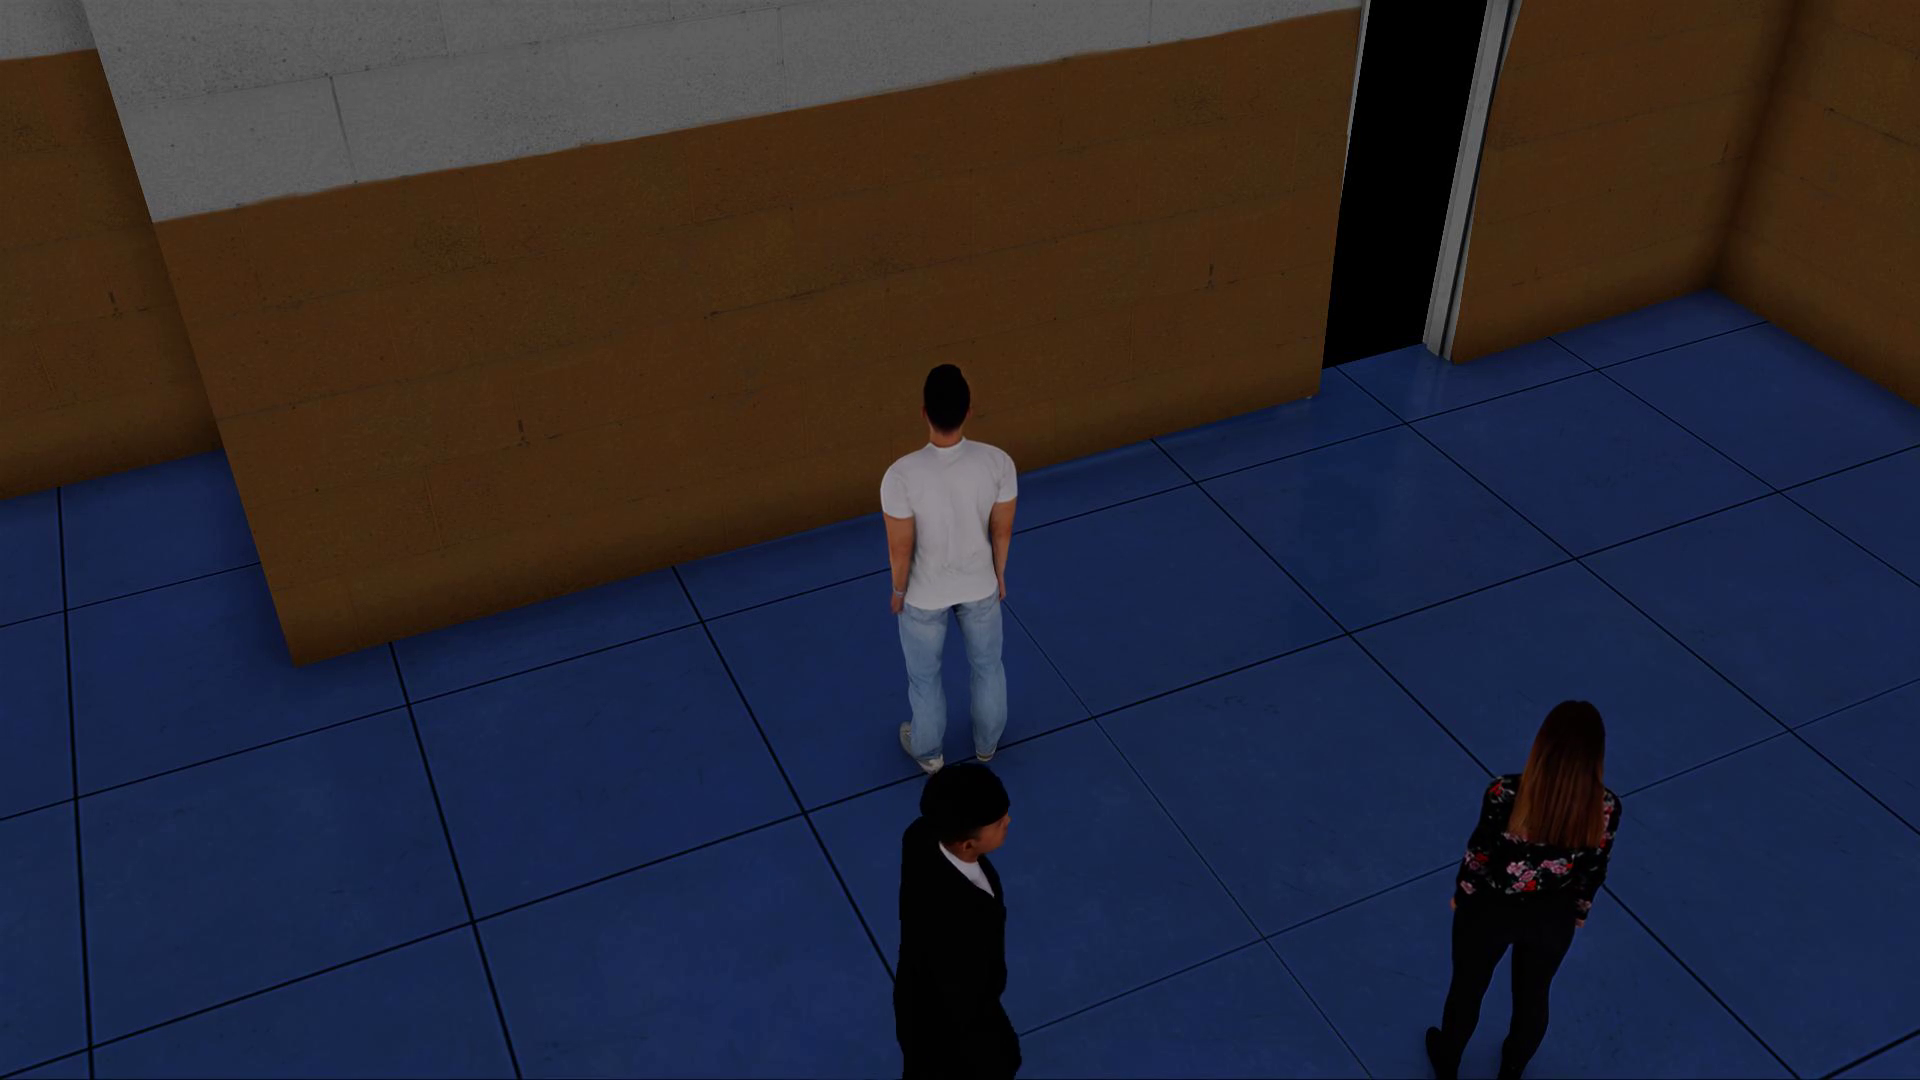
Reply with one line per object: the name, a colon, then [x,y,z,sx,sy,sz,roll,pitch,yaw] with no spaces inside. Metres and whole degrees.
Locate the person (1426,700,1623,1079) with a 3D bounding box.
person: [1.771,1.156,5.256,0.657,1.683,0.673,5,37,6]

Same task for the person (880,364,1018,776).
person: [-0.040,0.152,6.442,0.712,1.866,0.629,-9,38,-12]

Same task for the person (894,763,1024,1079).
person: [-0.133,1.379,4.814,0.971,1.857,0.938,0,37,0]
